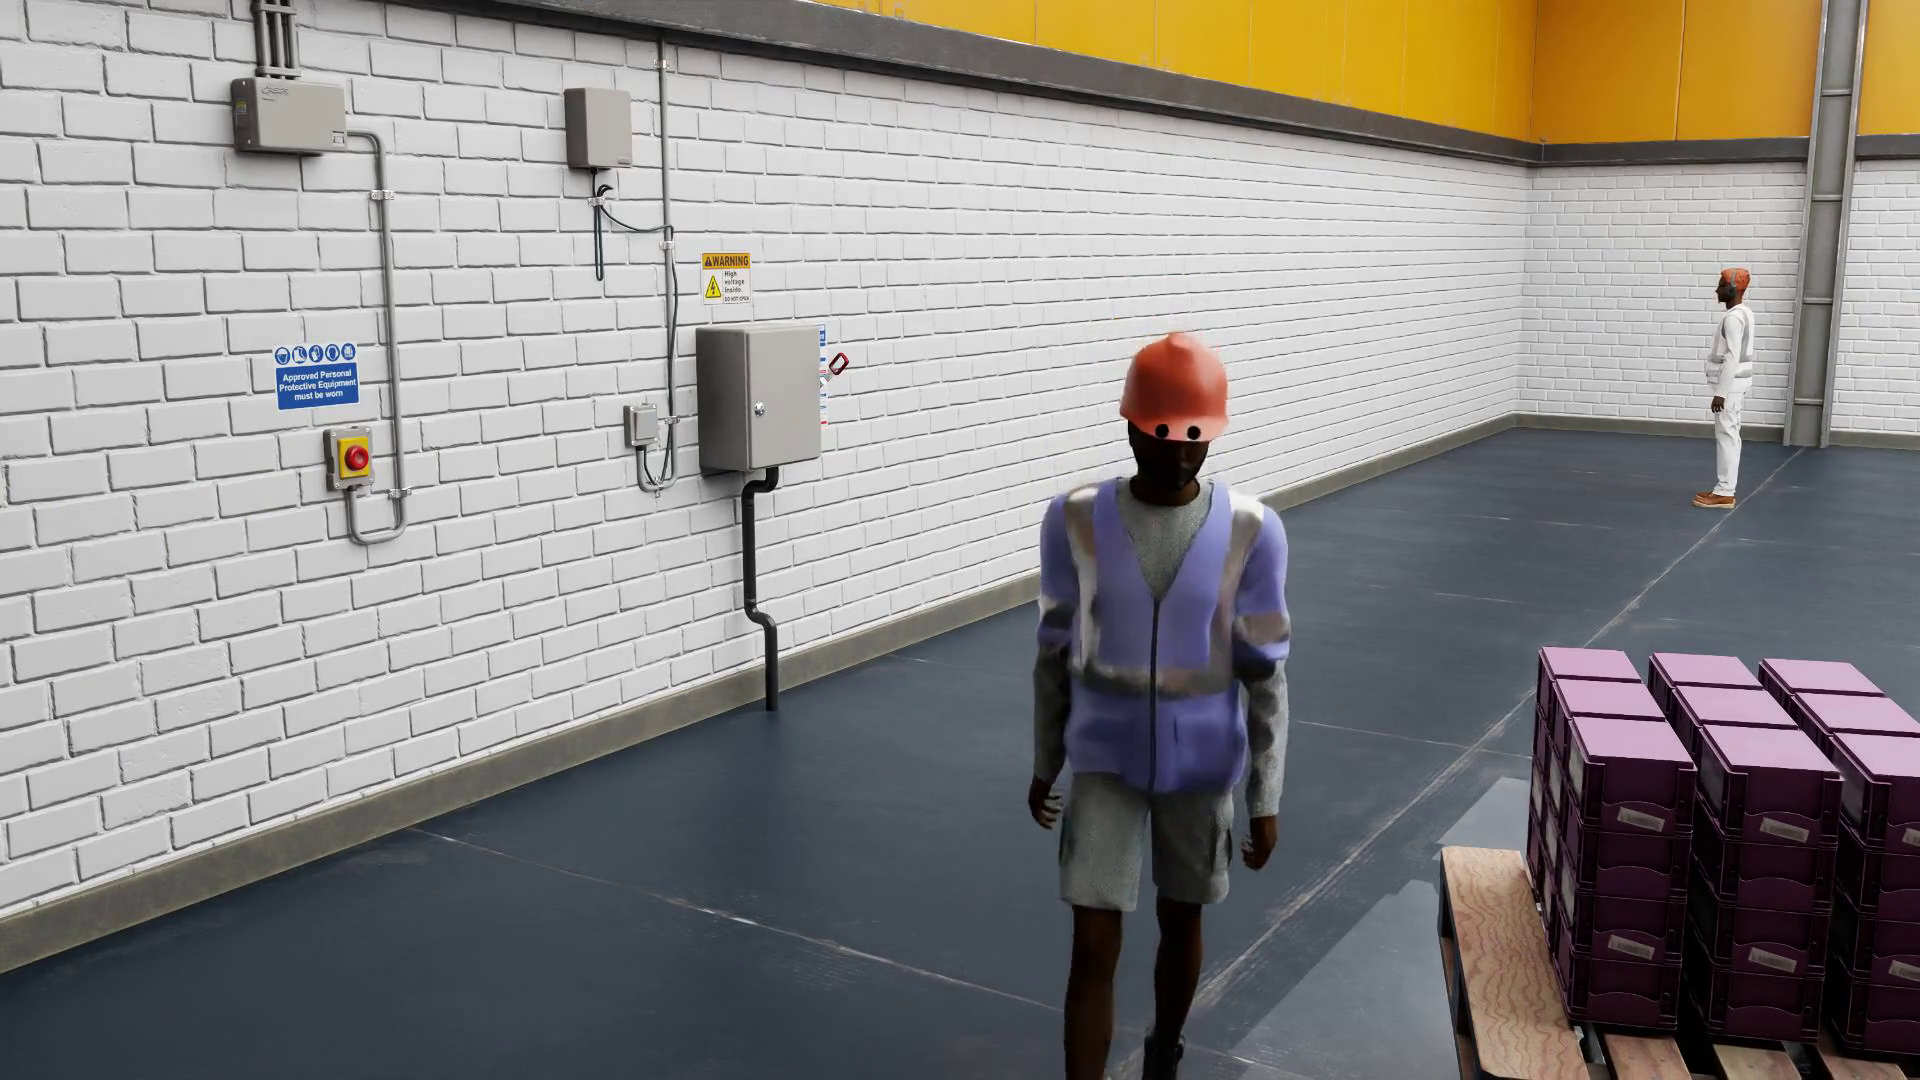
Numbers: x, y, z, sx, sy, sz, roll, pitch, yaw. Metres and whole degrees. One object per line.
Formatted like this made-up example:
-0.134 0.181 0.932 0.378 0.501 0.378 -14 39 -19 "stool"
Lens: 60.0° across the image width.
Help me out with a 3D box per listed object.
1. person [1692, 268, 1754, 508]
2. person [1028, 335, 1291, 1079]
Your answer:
6.042 -1.192 13.111 0.356 1.882 0.574 6 12 30 "person"
0.414 0.522 3.582 0.572 1.895 0.886 1 10 8 "person"
